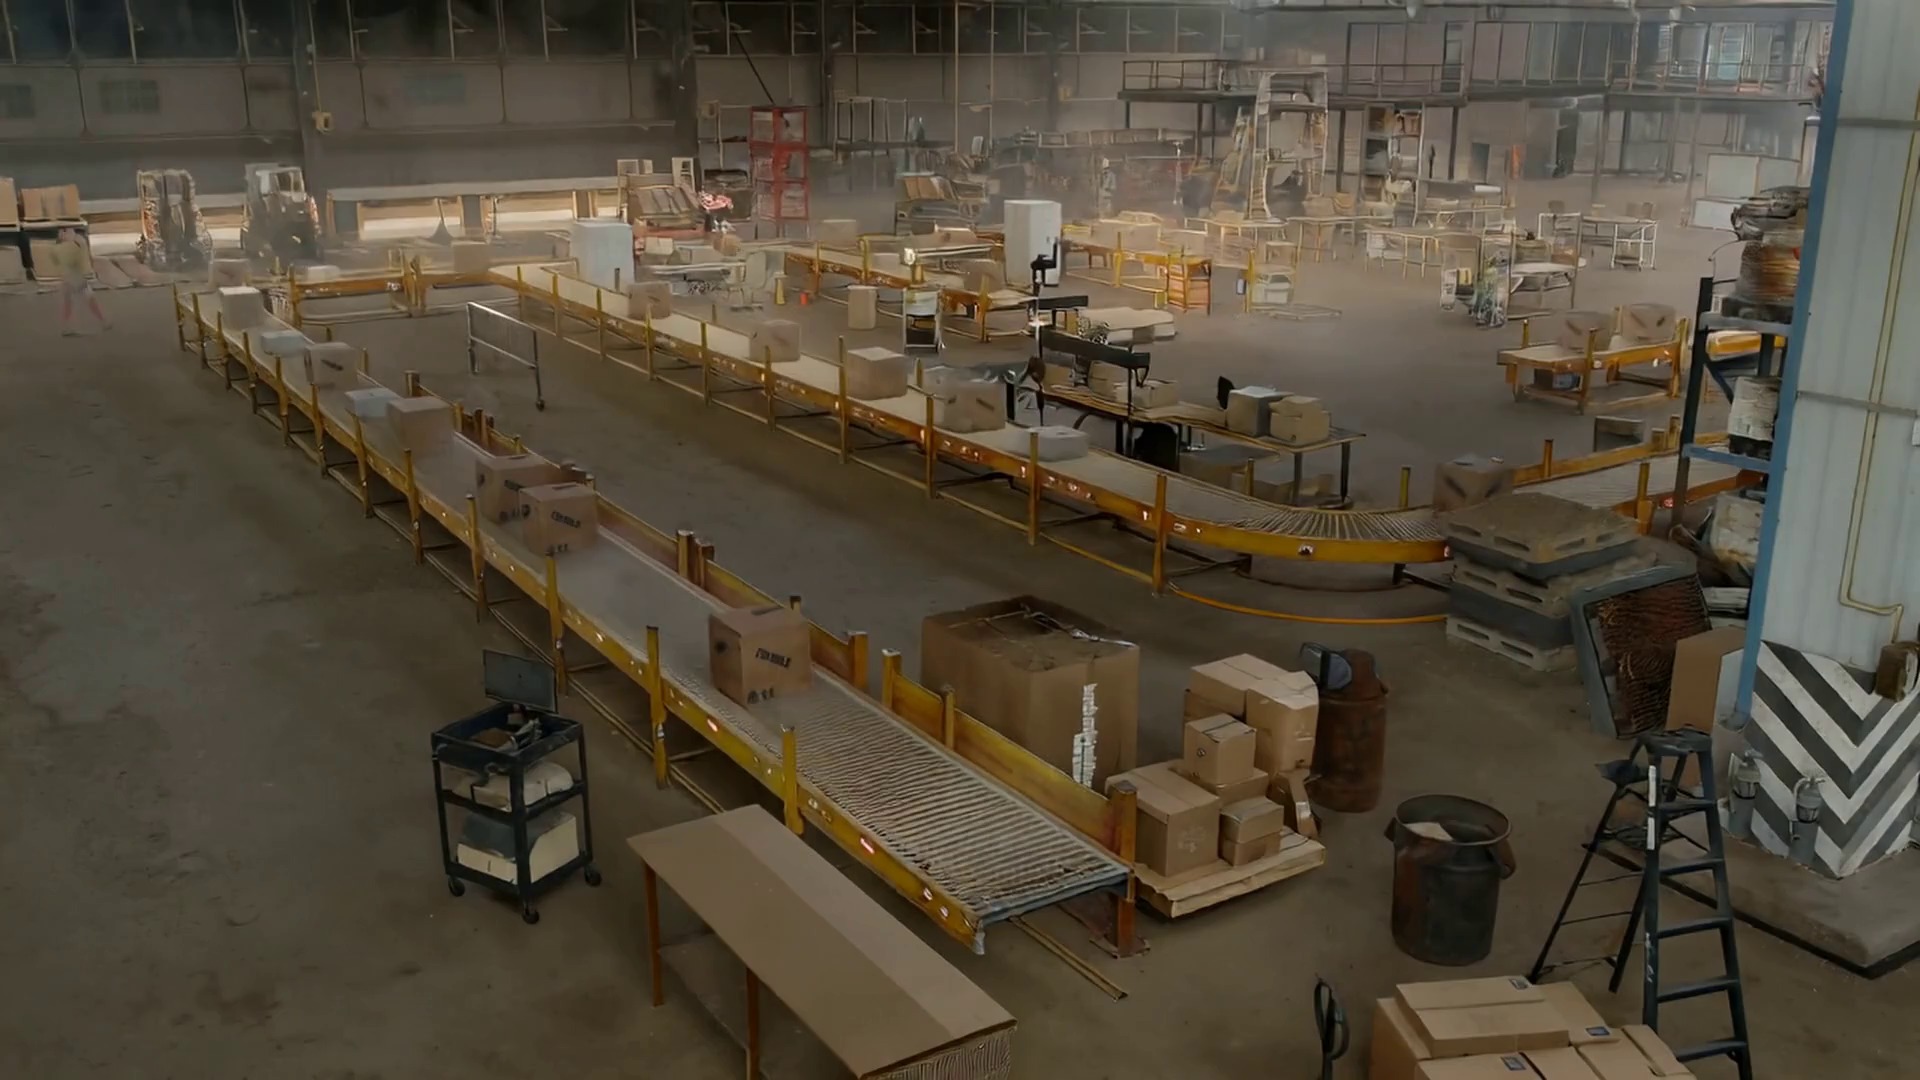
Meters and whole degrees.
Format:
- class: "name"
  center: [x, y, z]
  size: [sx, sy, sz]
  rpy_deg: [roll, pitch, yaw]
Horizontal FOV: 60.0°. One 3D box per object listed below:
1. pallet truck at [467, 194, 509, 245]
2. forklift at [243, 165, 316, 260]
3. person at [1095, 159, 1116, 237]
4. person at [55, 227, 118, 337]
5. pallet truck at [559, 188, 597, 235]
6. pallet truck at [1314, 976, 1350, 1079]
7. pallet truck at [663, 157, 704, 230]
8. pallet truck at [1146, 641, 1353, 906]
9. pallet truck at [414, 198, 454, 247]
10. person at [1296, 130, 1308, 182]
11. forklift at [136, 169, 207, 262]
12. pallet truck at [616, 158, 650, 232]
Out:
- class: "pallet truck"
  center: [-11.983, -8.177, 42.137]
  size: [0.704, 1.261, 1.522]
  rpy_deg: [-11, 20, -33]
- class: "forklift"
  center: [-15.898, -7.669, 38.708]
  size: [1.157, 1.987, 2.680]
  rpy_deg: [-11, 20, -33]
- class: "person"
  center: [3.721, -8.783, 42.868]
  size: [0.389, 2.041, 0.614]
  rpy_deg: [-12, 20, -34]
- class: "person"
  center: [-15.285, -4.493, 28.902]
  size: [0.676, 1.852, 0.976]
  rpy_deg: [8, 18, 24]
- class: "pallet truck"
  center: [-10.010, -8.652, 43.699]
  size: [0.653, 1.274, 1.630]
  rpy_deg: [-10, 20, -31]
- class: "pallet truck"
  center: [2.299, 2.390, 7.086]
  size: [1.601, 1.201, 0.680]
  rpy_deg: [-2, 17, -7]
- class: "pallet truck"
  center: [-7.586, -9.308, 44.692]
  size: [0.823, 1.965, 1.885]
  rpy_deg: [-11, 20, -33]
- class: "pallet truck"
  center: [1.664, 1.407, 10.232]
  size: [1.630, 1.274, 0.653]
  rpy_deg: [-10, 20, -31]
- class: "pallet truck"
  center: [-13.250, -8.060, 41.856]
  size: [0.680, 1.201, 1.601]
  rpy_deg: [-10, 20, -31]
- class: "person"
  center: [12.353, -13.849, 60.019]
  size: [0.350, 1.879, 0.577]
  rpy_deg: [11, 20, 32]
- class: "forklift"
  center: [-17.842, -7.318, 37.559]
  size: [1.157, 1.987, 2.680]
  rpy_deg: [-10, 20, -31]
- class: "pallet truck"
  center: [-8.918, -9.176, 44.255]
  size: [0.823, 1.965, 1.885]
  rpy_deg: [-9, 19, -27]
